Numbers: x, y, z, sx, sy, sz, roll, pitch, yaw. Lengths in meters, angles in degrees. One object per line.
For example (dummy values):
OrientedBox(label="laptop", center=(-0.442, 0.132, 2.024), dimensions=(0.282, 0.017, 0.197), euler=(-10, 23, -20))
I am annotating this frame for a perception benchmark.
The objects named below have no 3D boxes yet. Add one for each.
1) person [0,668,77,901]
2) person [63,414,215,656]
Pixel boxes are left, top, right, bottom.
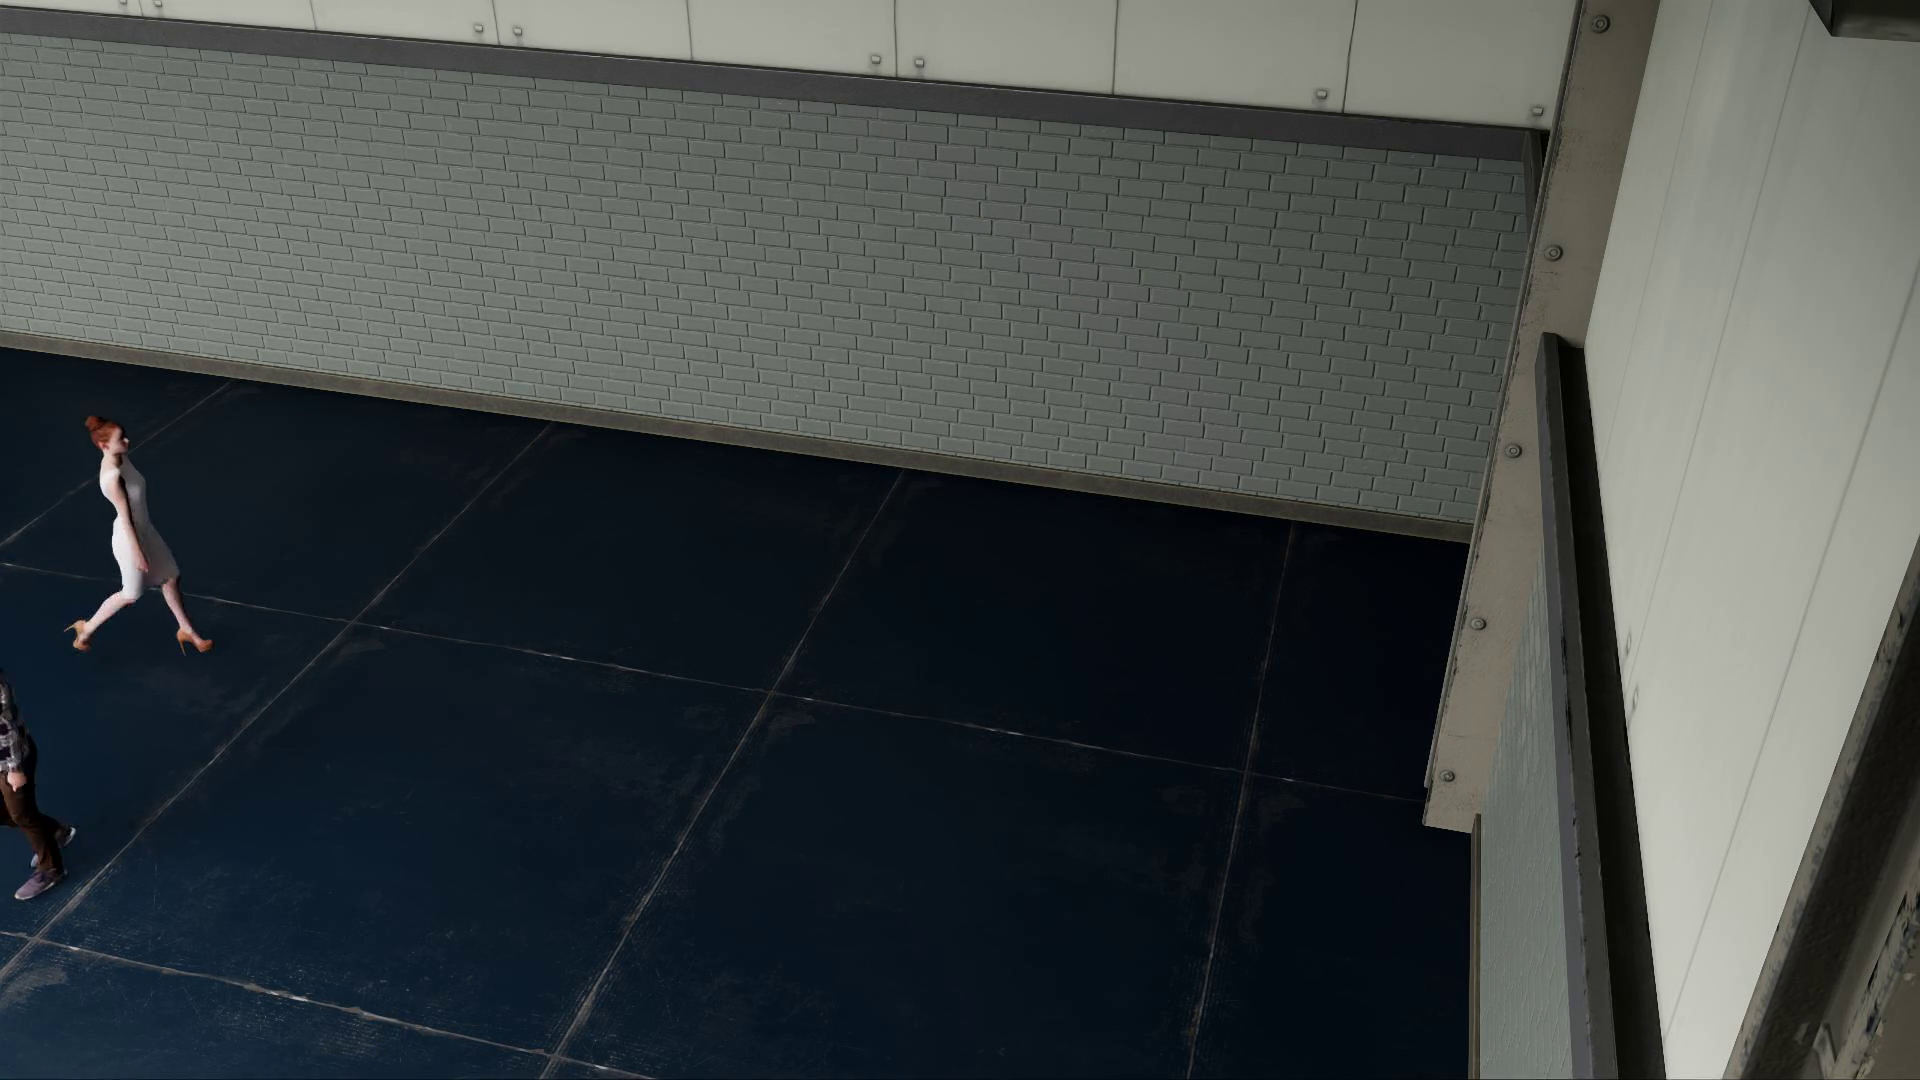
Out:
OrientedBox(label="person", center=(-4.925, 1.074, 8.674), dimensions=(0.705, 1.801, 0.740), euler=(18, 36, 26))
OrientedBox(label="person", center=(-5.230, 0.043, 10.339), dimensions=(0.981, 1.769, 1.076), euler=(-8, 33, -12))
